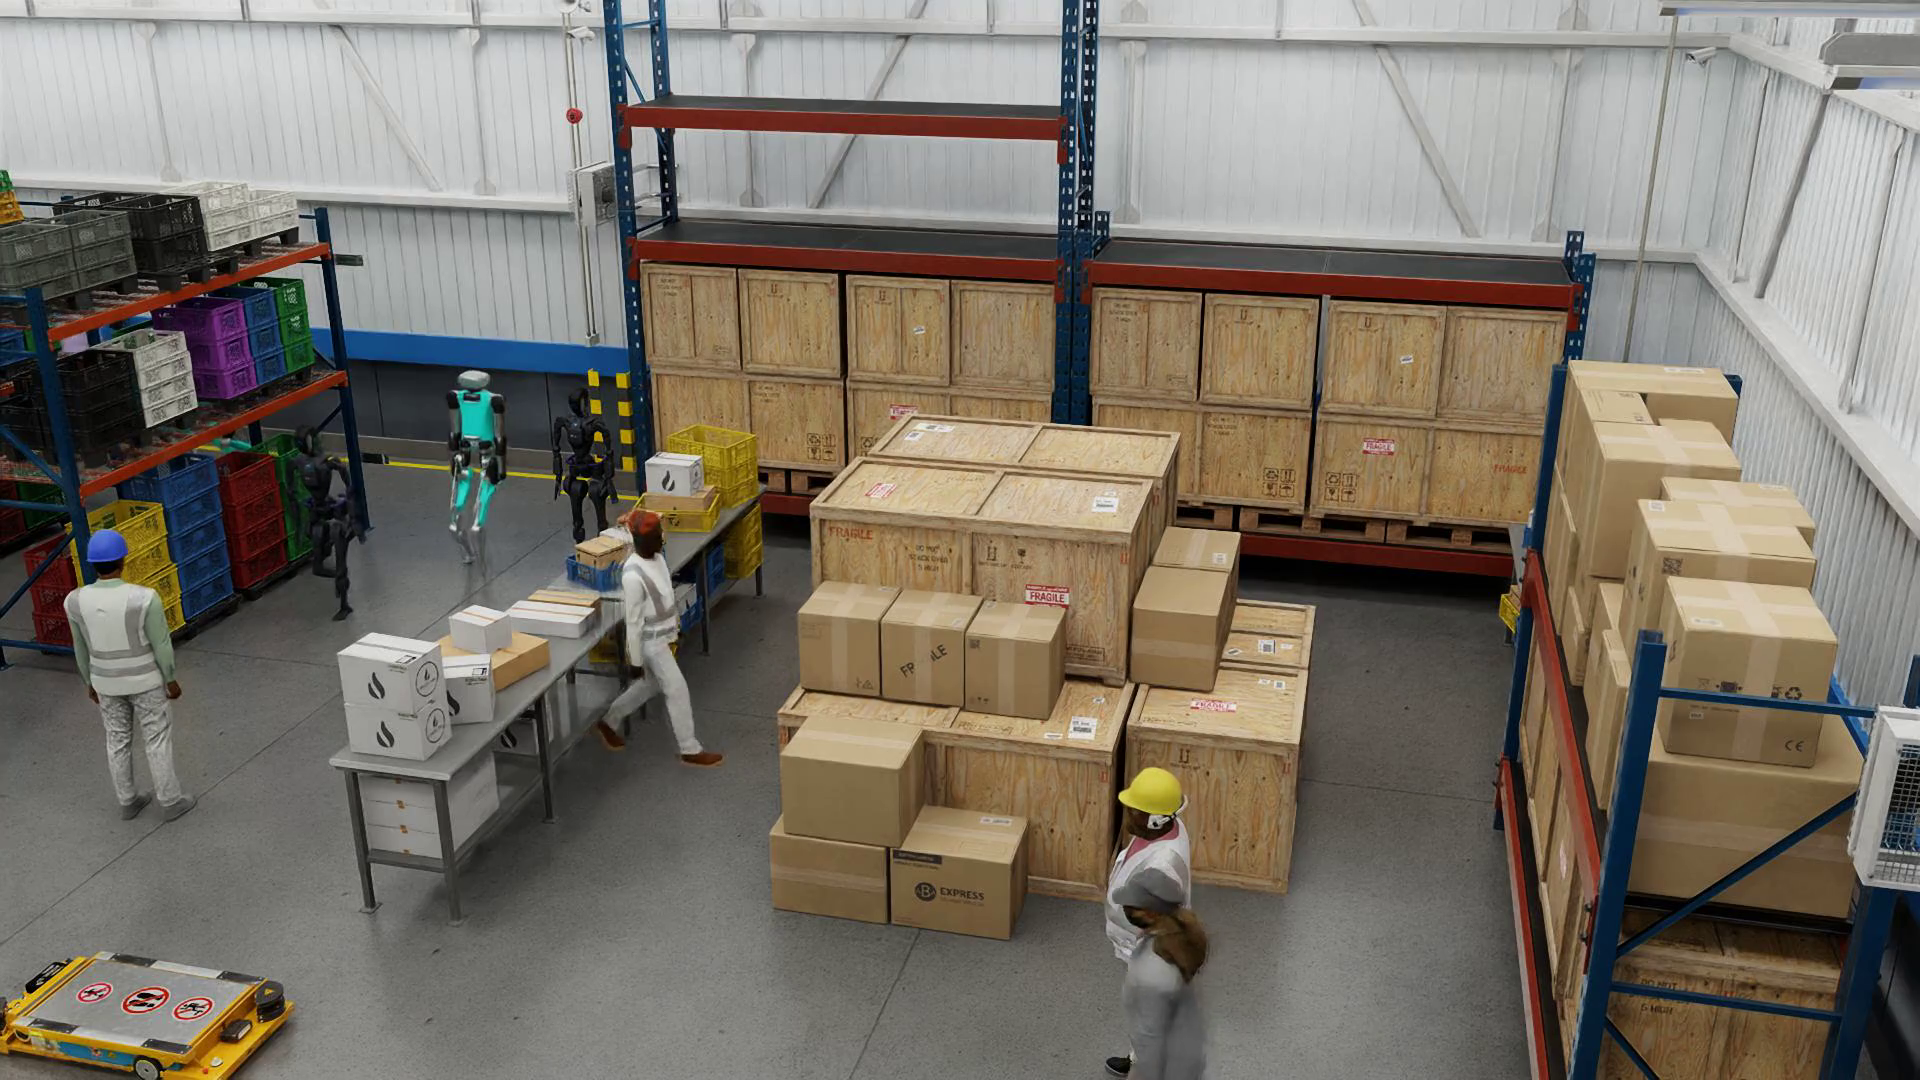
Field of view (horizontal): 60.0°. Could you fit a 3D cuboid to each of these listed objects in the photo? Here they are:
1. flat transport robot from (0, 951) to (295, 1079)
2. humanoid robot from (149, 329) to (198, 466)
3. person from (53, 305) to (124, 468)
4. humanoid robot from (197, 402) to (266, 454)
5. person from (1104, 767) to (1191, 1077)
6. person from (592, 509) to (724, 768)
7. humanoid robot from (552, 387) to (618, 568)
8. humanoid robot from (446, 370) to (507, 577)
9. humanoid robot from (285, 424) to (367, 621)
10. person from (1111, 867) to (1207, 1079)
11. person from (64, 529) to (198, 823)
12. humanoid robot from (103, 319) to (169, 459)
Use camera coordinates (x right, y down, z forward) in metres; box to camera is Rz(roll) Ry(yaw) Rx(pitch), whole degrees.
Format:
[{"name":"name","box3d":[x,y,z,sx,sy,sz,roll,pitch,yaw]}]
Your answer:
[{"name":"flat transport robot","box3d":[-4.270,2.464,8.601,1.431,0.231,0.659,5,22,13]},{"name":"humanoid robot","box3d":[-7.718,-1.232,16.302,0.530,1.832,0.813,-6,22,-16]},{"name":"person","box3d":[-8.996,-1.662,16.972,0.765,2.011,0.627,12,24,29]},{"name":"humanoid robot","box3d":[-6.943,-1.089,15.864,0.532,1.813,0.705,18,27,39]},{"name":"person","box3d":[0.882,1.893,7.896,0.404,1.837,0.589,2,21,4]},{"name":"person","box3d":[-2.089,0.654,11.115,0.903,1.852,0.576,1,21,3]},{"name":"humanoid robot","box3d":[-3.243,-0.528,14.438,0.599,1.654,0.315,5,22,13]},{"name":"humanoid robot","box3d":[-4.257,-0.491,14.401,0.544,1.852,0.805,5,21,12]},{"name":"humanoid robot","box3d":[-5.118,-0.183,13.561,0.611,1.644,0.496,2,21,5]},{"name":"person","box3d":[0.875,2.200,7.229,0.496,1.736,0.570,4,21,11]},{"name":"person","box3d":[-5.206,0.863,10.450,0.608,1.939,0.413,1,21,2]},{"name":"humanoid robot","box3d":[-8.583,-1.604,17.299,0.733,1.619,0.595,9,23,22]}]
